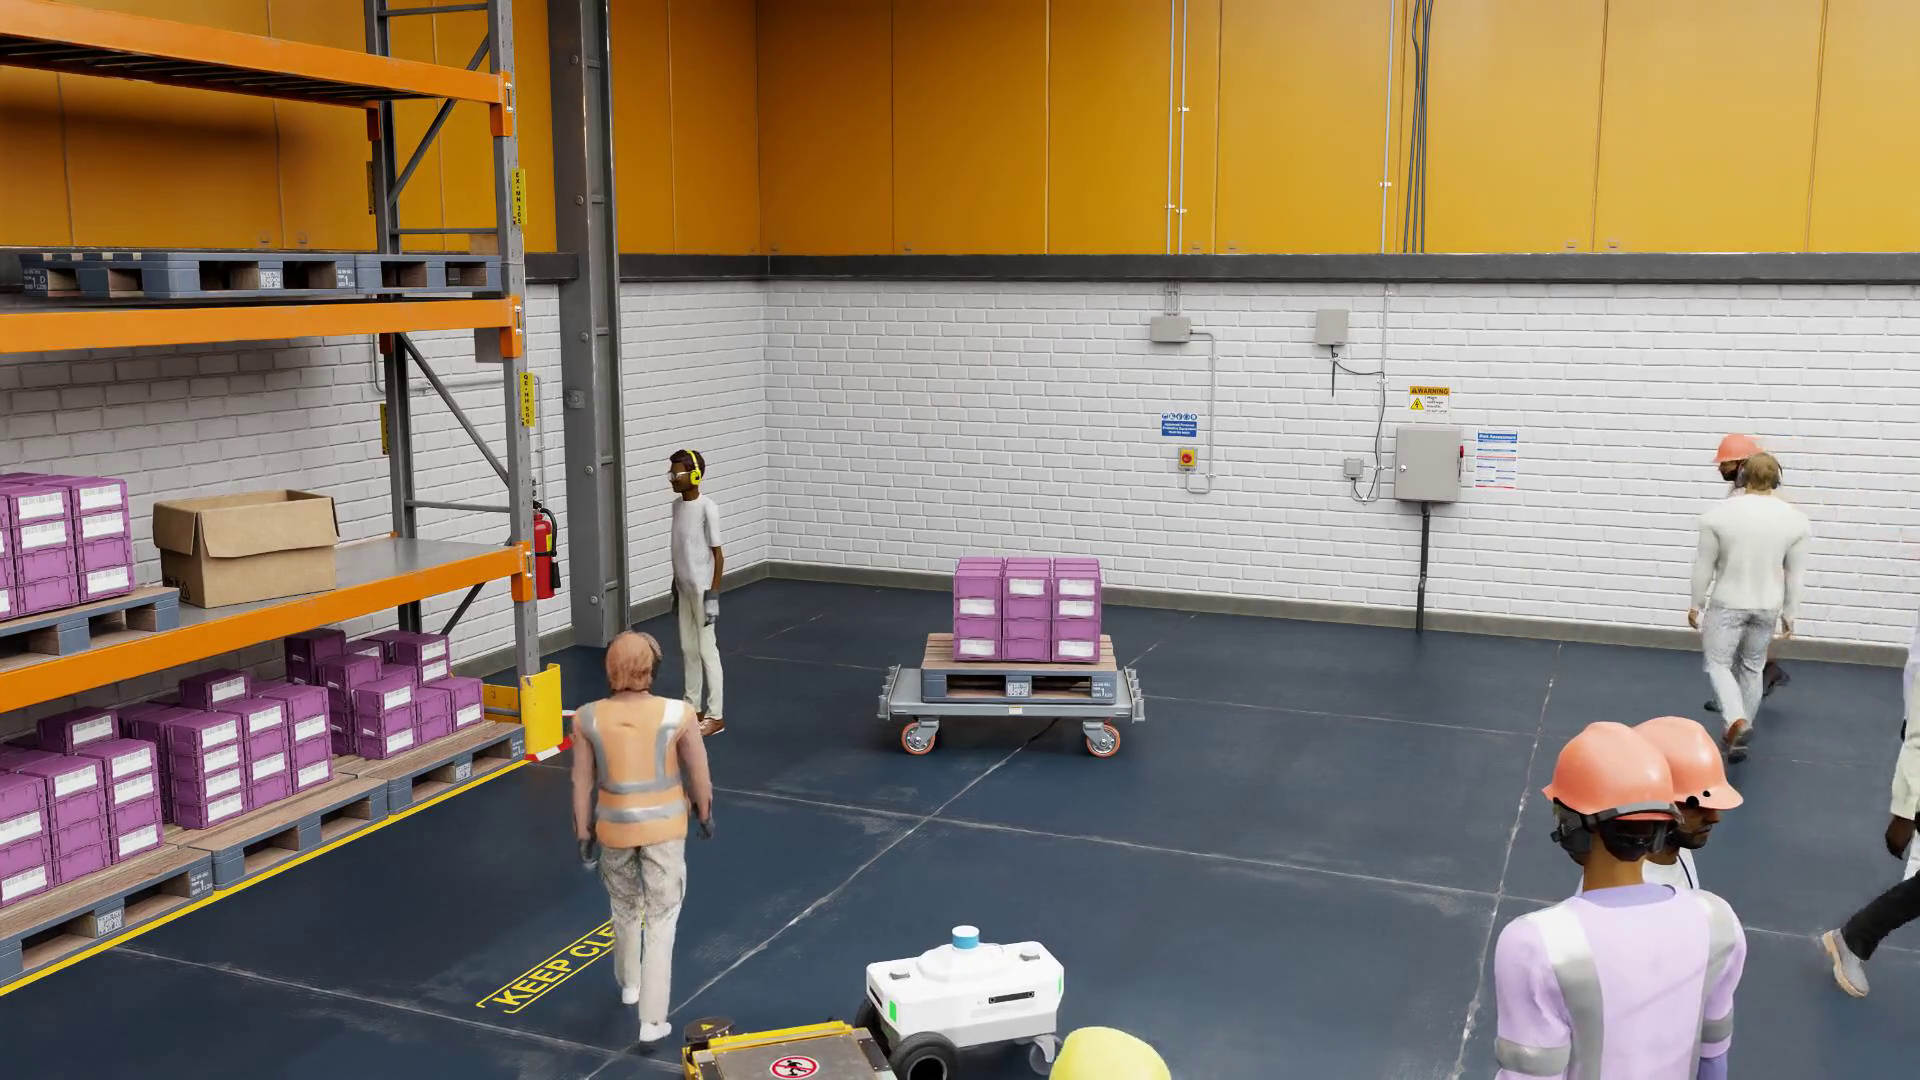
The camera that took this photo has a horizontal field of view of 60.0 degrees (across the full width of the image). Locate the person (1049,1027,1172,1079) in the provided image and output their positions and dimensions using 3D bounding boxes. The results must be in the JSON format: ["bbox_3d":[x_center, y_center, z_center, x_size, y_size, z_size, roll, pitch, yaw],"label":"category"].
[{"bbox_3d":[0.275,1.699,2.974,0.939,1.711,0.518,3,10,15],"label":"person"}]

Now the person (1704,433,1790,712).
[{"bbox_3d":[5.335,0.231,11.270,0.570,1.914,0.587,1,9,4],"label":"person"}]

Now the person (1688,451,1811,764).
[{"bbox_3d":[4.792,0.419,10.102,0.635,1.922,0.756,1,9,9],"label":"person"}]

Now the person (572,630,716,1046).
[{"bbox_3d":[-1.251,1.157,6.587,0.536,1.617,0.615,1,9,5],"label":"person"}]

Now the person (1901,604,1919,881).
[{"bbox_3d":[4.677,0.862,7.683,0.429,1.837,0.620,-9,13,-43],"label":"person"}]

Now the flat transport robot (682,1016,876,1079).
[{"bbox_3d":[-0.515,1.978,5.646,0.652,0.197,1.431,-3,10,-18],"label":"flat transport robot"}]

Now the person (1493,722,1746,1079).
[{"bbox_3d":[1.411,1.410,3.733,0.615,2.040,0.391,-3,10,-19],"label":"person"}]

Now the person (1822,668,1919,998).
[{"bbox_3d":[3.865,0.999,6.555,0.628,1.952,0.963,-5,10,-26],"label":"person"}]

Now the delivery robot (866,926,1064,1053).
[{"bbox_3d":[0.022,1.692,6.237,0.707,0.478,0.477,-3,10,-19],"label":"delivery robot"}]

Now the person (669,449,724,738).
[{"bbox_3d":[-1.716,0.344,10.716,0.333,1.872,0.515,-8,12,-41],"label":"person"}]

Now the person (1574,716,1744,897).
[{"bbox_3d":[1.730,1.385,4.202,0.356,1.936,0.551,7,12,38],"label":"person"}]
